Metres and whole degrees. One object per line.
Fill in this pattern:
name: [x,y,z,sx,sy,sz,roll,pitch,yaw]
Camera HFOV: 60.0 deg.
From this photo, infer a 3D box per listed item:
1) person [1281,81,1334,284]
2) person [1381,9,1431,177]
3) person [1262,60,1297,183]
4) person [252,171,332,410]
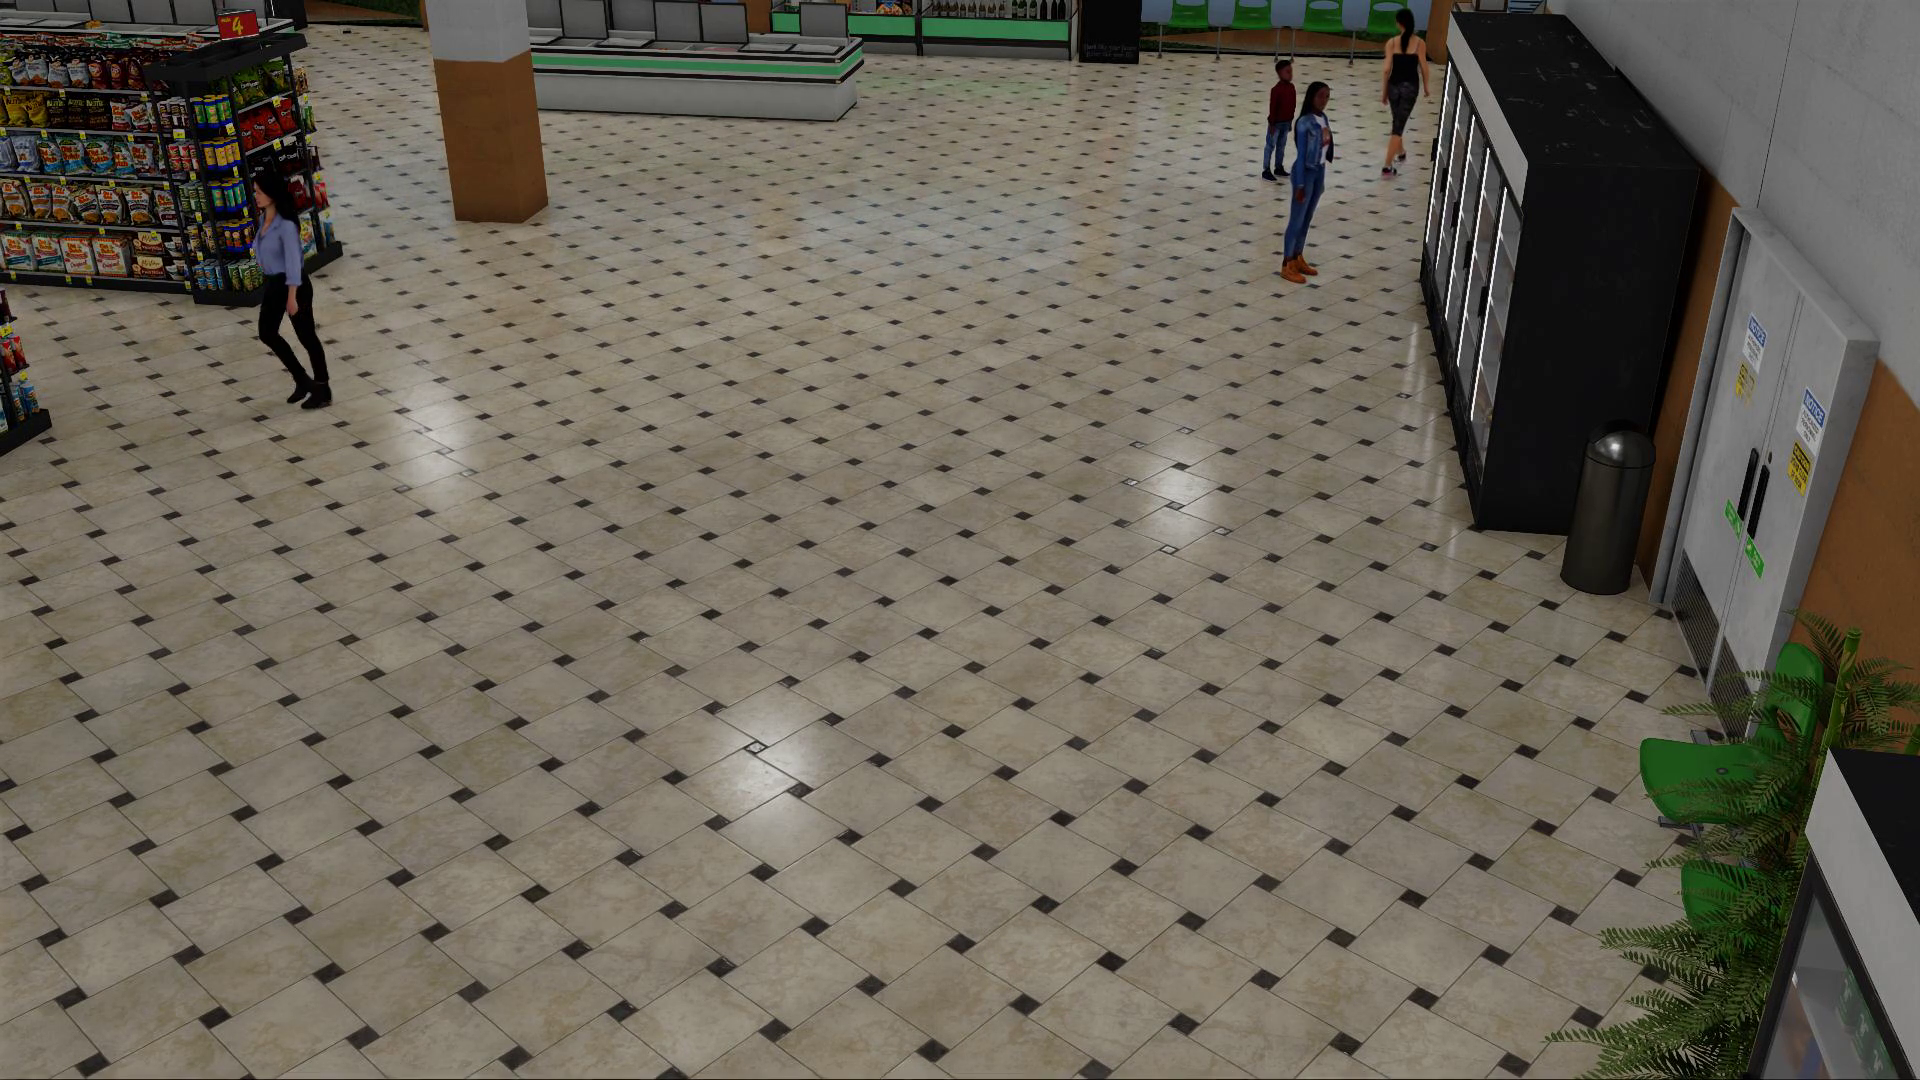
person: [3.031,-3.138,14.533,0.668,1.711,0.673,19,33,33]
person: [4.668,-4.706,17.656,1.120,1.684,0.914,15,31,27]
person: [3.384,-4.454,17.634,0.577,1.253,0.628,-21,33,-35]
person: [-4.669,-1.767,11.803,0.750,1.734,0.847,23,35,37]
